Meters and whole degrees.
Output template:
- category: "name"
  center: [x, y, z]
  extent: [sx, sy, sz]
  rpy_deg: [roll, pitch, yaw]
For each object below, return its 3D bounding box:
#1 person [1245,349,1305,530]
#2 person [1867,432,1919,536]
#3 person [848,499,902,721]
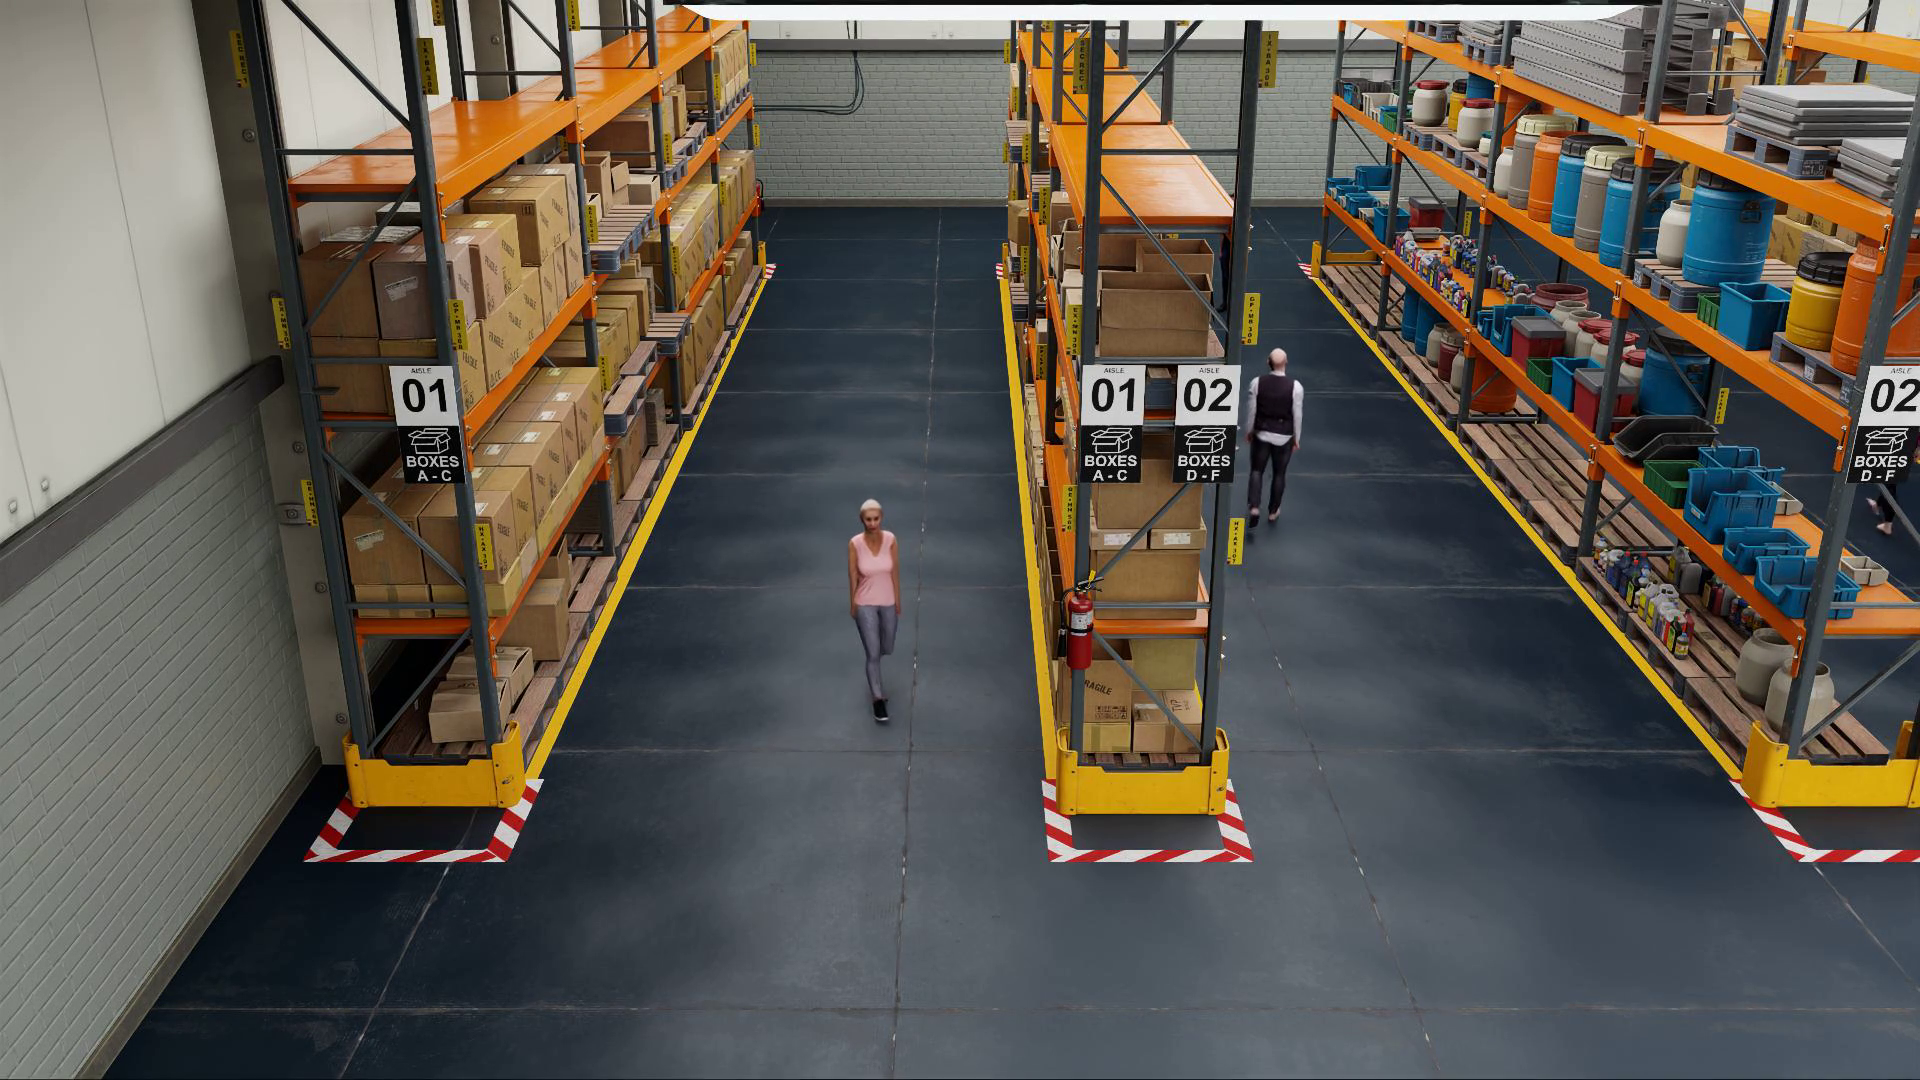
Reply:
- category: "person"
  center: [3.009, -0.945, 16.128]
  extent: [0.884, 1.799, 1.156]
  rpy_deg: [6, 23, 14]
- category: "person"
  center: [9.096, -0.883, 16.078]
  extent: [0.605, 1.722, 0.937]
  rpy_deg: [1, 22, 3]
- category: "person"
  center: [-0.656, 0.473, 12.787]
  extent: [0.743, 1.704, 1.081]
  rpy_deg: [-6, 23, -14]
